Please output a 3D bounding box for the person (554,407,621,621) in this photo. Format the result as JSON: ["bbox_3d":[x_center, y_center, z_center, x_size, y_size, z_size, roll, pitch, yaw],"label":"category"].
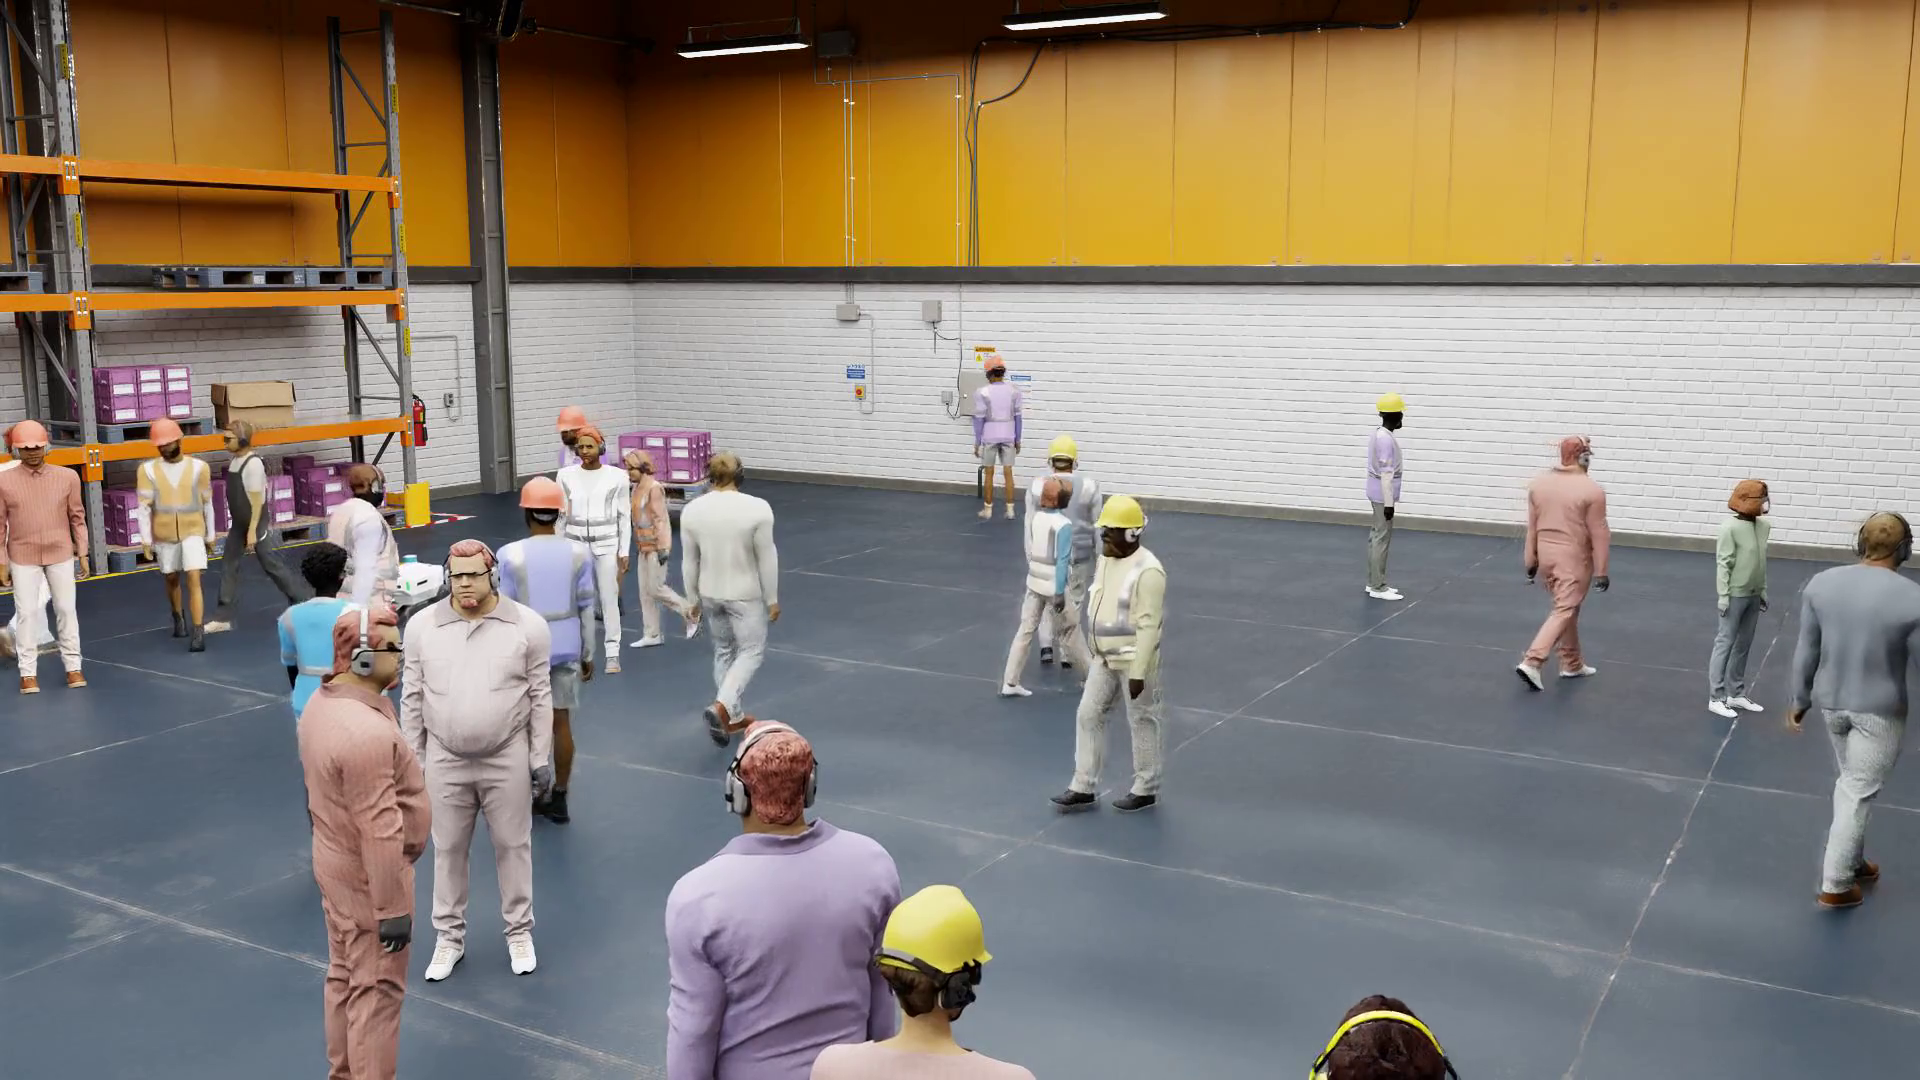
[{"bbox_3d":[-3.305,-0.188,14.256,0.561,1.882,1.025,7,11,36],"label":"person"}]

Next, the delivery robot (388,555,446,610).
[{"bbox_3d":[-4.816,0.375,14.610,0.477,0.478,0.707,2,9,11],"label":"delivery robot"}]

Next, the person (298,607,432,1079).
[{"bbox_3d":[-2.020,1.169,5.749,0.402,1.904,0.652,-6,11,-34],"label":"person"}]

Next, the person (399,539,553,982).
[{"bbox_3d":[-2.074,0.942,7.163,0.640,1.908,0.409,-2,9,-10],"label":"person"}]

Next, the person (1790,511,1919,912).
[{"bbox_3d":[4.403,0.807,7.960,0.770,1.913,0.662,-5,10,-30],"label":"person"}]

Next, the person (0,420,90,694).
[{"bbox_3d":[-6.658,0.120,12.059,0.622,1.987,0.407,-7,11,-37],"label":"person"}]

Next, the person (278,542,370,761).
[{"bbox_3d":[-3.153,0.850,8.401,0.565,1.689,0.365,2,9,13],"label":"person"}]

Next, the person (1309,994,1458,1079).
[{"bbox_3d":[0.728,1.680,2.837,0.509,1.829,0.989,1,9,9],"label":"person"}]

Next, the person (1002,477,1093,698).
[{"bbox_3d":[0.681,0.338,11.909,0.905,1.581,0.533,-5,10,-29],"label":"person"}]

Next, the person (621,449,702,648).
[{"bbox_3d":[-2.441,0.067,13.486,0.531,1.617,0.560,-5,11,-30],"label":"person"}]

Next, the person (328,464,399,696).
[{"bbox_3d":[-3.879,0.422,10.727,0.518,1.804,0.645,-8,12,-41],"label":"person"}]

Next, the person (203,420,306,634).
[{"bbox_3d":[-6.041,-0.131,14.211,0.523,1.804,0.956,8,12,41],"label":"person"}]

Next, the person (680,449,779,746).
[{"bbox_3d":[-1.494,0.375,10.662,0.638,1.924,0.745,3,10,19],"label":"person"}]

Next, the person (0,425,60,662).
[{"bbox_3d":[-7.329,0.037,12.978,0.592,1.860,0.780,1,9,8],"label":"person"}]

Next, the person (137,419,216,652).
[{"bbox_3d":[-6.380,-0.062,13.559,0.557,1.877,1.024,-4,10,-22],"label":"person"}]

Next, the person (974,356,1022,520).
[{"bbox_3d":[0.460,-1.245,20.493,0.618,2.030,0.554,-2,9,-14],"label":"person"}]

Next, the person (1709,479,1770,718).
[{"bbox_3d":[5.378,0.393,11.436,0.507,1.633,0.280,-6,11,-31],"label":"person"}]

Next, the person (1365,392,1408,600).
[{"bbox_3d":[3.978,-0.412,15.535,0.353,1.930,0.591,1,9,7],"label":"person"}]

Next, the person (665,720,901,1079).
[{"bbox_3d":[-0.468,1.403,4.285,0.643,1.908,0.399,-6,11,-32],"label":"person"}]

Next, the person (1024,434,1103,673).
[{"bbox_3d":[0.805,0.102,12.694,0.598,1.816,0.482,2,9,10],"label":"person"}]

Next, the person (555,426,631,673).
[{"bbox_3d":[-2.783,0.081,12.613,0.572,1.883,0.356,0,9,-1],"label":"person"}]

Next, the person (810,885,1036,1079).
[{"bbox_3d":[-0.056,1.597,3.531,0.523,1.762,0.329,3,9,16],"label":"person"}]

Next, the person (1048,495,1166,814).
[{"bbox_3d":[0.805,0.658,9.213,0.732,1.809,0.621,-5,10,-27],"label":"person"}]

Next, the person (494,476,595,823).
[{"bbox_3d":[-2.301,0.609,9.183,0.583,1.921,0.409,-5,11,-30],"label":"person"}]

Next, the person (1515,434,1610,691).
[{"bbox_3d":[4.421,0.157,12.190,0.946,1.872,0.657,-5,10,-28],"label":"person"}]
